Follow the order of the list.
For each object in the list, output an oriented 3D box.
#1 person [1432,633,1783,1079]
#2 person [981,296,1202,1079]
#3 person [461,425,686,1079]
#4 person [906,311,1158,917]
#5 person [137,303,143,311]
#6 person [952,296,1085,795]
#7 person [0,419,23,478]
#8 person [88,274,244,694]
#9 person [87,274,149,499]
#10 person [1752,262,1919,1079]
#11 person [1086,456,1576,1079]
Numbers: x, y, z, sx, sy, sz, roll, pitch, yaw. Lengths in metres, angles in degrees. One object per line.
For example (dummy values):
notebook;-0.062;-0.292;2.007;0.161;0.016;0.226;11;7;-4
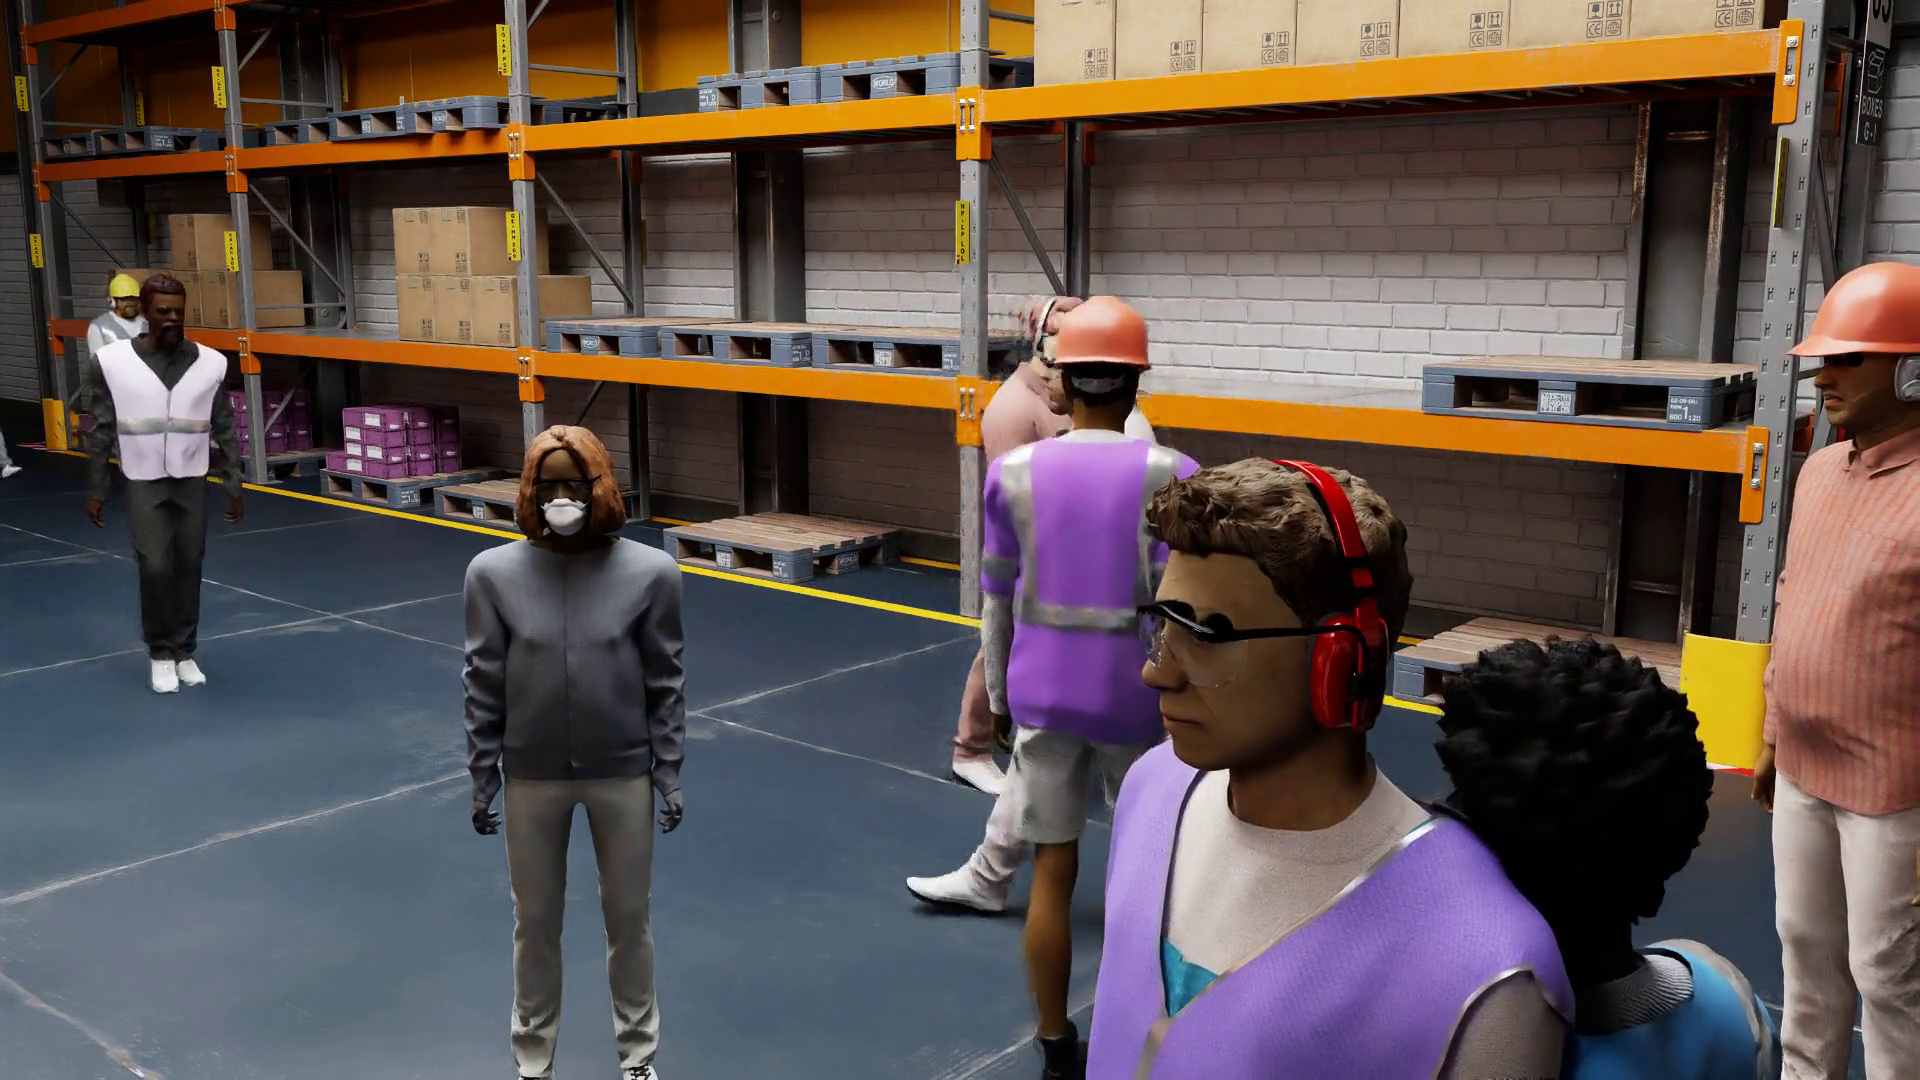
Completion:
person;0.528;0.921;1.505;0.538;1.698;0.319;-10;14;-44
person;0.343;0.368;4.068;0.569;1.901;0.836;3;10;15
person;-0.874;0.549;3.814;0.500;1.633;0.285;-2;10;-10
person;0.334;0.276;4.780;0.981;1.845;0.661;1;10;6
person;-6.656;-1.201;13.776;0.501;1.632;0.280;-7;12;-36
person;0.358;0.064;5.948;1.010;1.848;0.672;8;12;37
person;-8.648;-1.323;14.592;0.869;1.579;0.524;6;12;30
person;-3.591;-0.245;7.570;0.638;1.897;0.590;-9;13;-40
person;-6.535;-1.189;13.200;0.650;1.808;0.631;9;13;41
person;1.790;0.454;3.325;0.389;1.992;0.625;-1;10;-6
person;0.300;0.836;1.572;0.389;1.846;0.567;-5;11;-26
